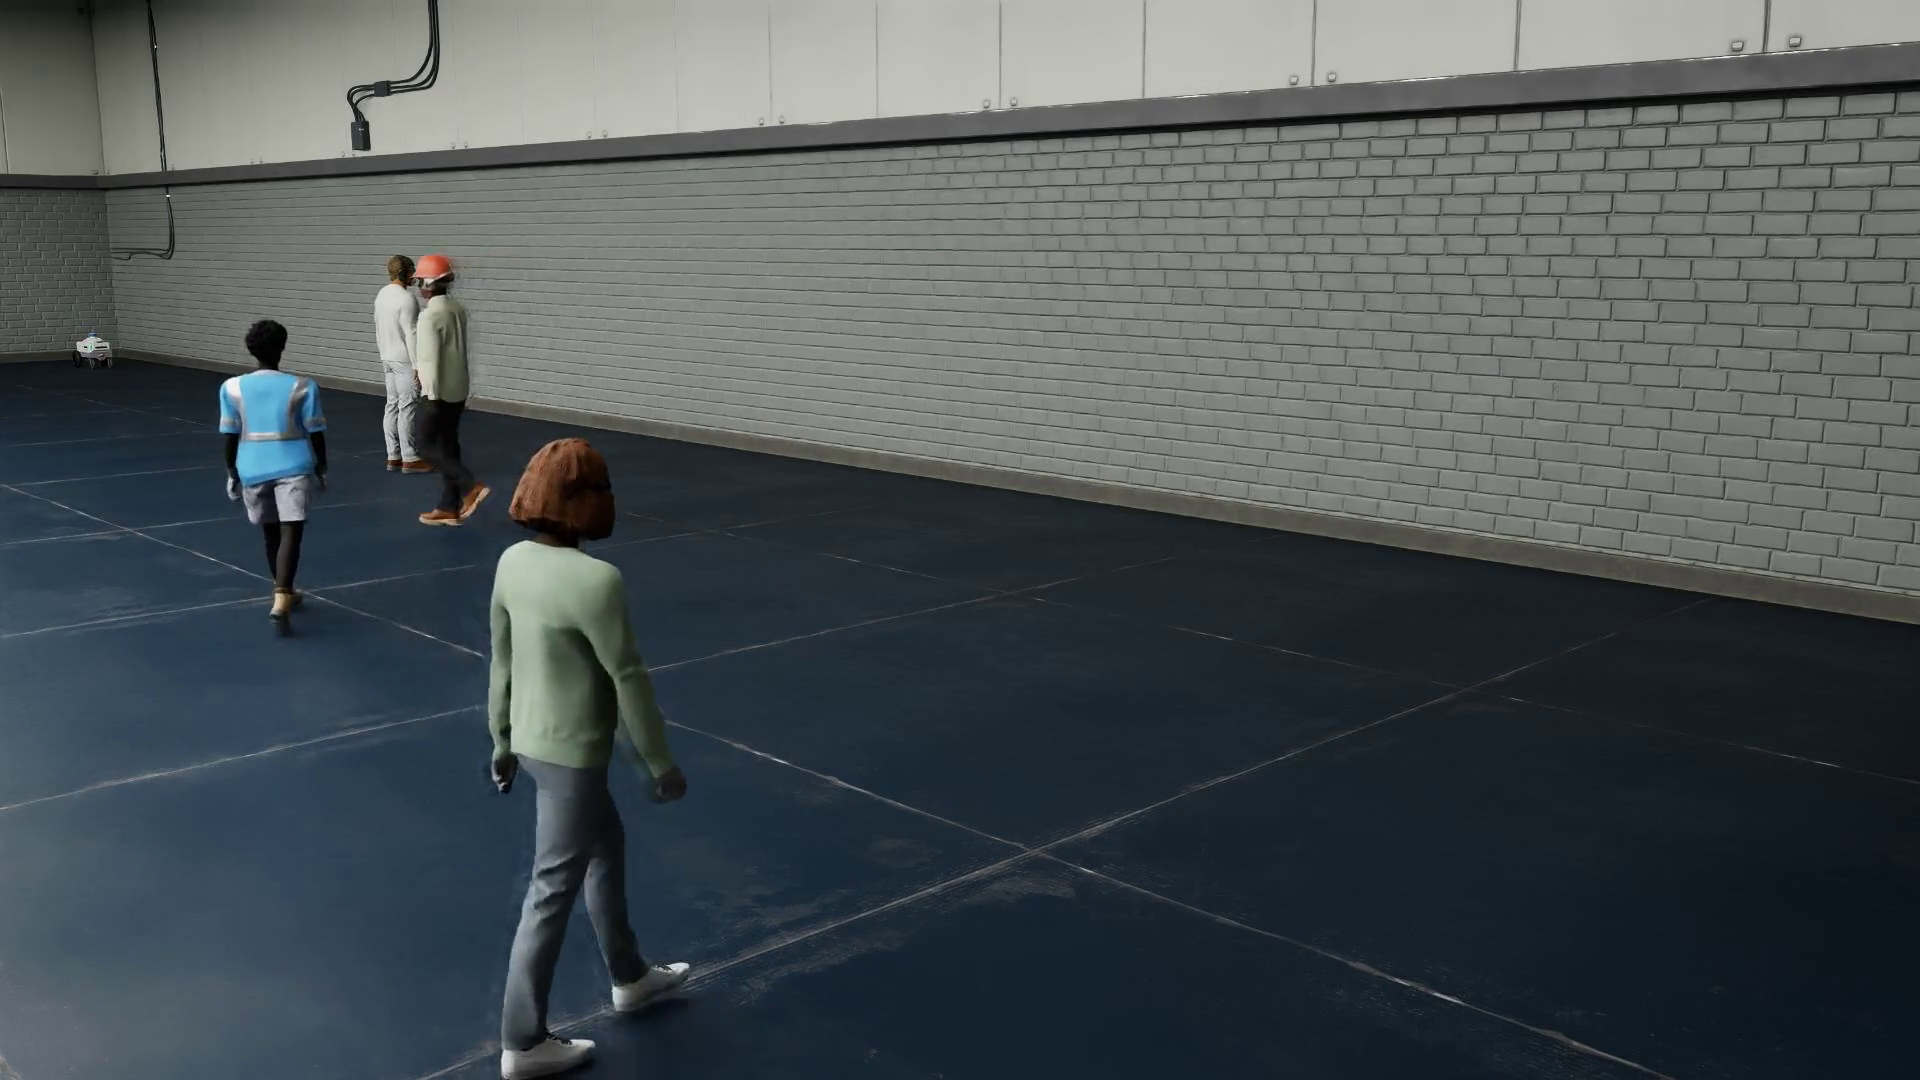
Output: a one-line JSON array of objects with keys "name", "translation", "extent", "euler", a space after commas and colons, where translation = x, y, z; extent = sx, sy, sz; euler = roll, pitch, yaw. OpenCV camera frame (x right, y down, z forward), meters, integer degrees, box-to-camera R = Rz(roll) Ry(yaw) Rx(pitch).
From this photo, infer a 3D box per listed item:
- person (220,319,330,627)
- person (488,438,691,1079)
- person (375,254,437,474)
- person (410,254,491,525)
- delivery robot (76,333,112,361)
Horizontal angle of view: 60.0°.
[{"name": "person", "translation": [-3.743, -0.375, 9.095], "extent": [0.534, 1.659, 0.861], "euler": [-2, 10, -8]}, {"name": "person", "translation": [-0.912, 0.540, 4.276], "extent": [0.744, 1.607, 0.508], "euler": [-9, 13, -39]}, {"name": "person", "translation": [-4.998, -1.579, 14.917], "extent": [0.355, 1.937, 0.635], "euler": [-10, 14, -44]}, {"name": "person", "translation": [-3.711, -1.081, 12.089], "extent": [0.537, 1.978, 0.620], "euler": [2, 11, 12]}, {"name": "delivery robot", "translation": [-13.955, -3.092, 26.803], "extent": [0.477, 0.478, 0.707], "euler": [-10, 14, -44]}]
